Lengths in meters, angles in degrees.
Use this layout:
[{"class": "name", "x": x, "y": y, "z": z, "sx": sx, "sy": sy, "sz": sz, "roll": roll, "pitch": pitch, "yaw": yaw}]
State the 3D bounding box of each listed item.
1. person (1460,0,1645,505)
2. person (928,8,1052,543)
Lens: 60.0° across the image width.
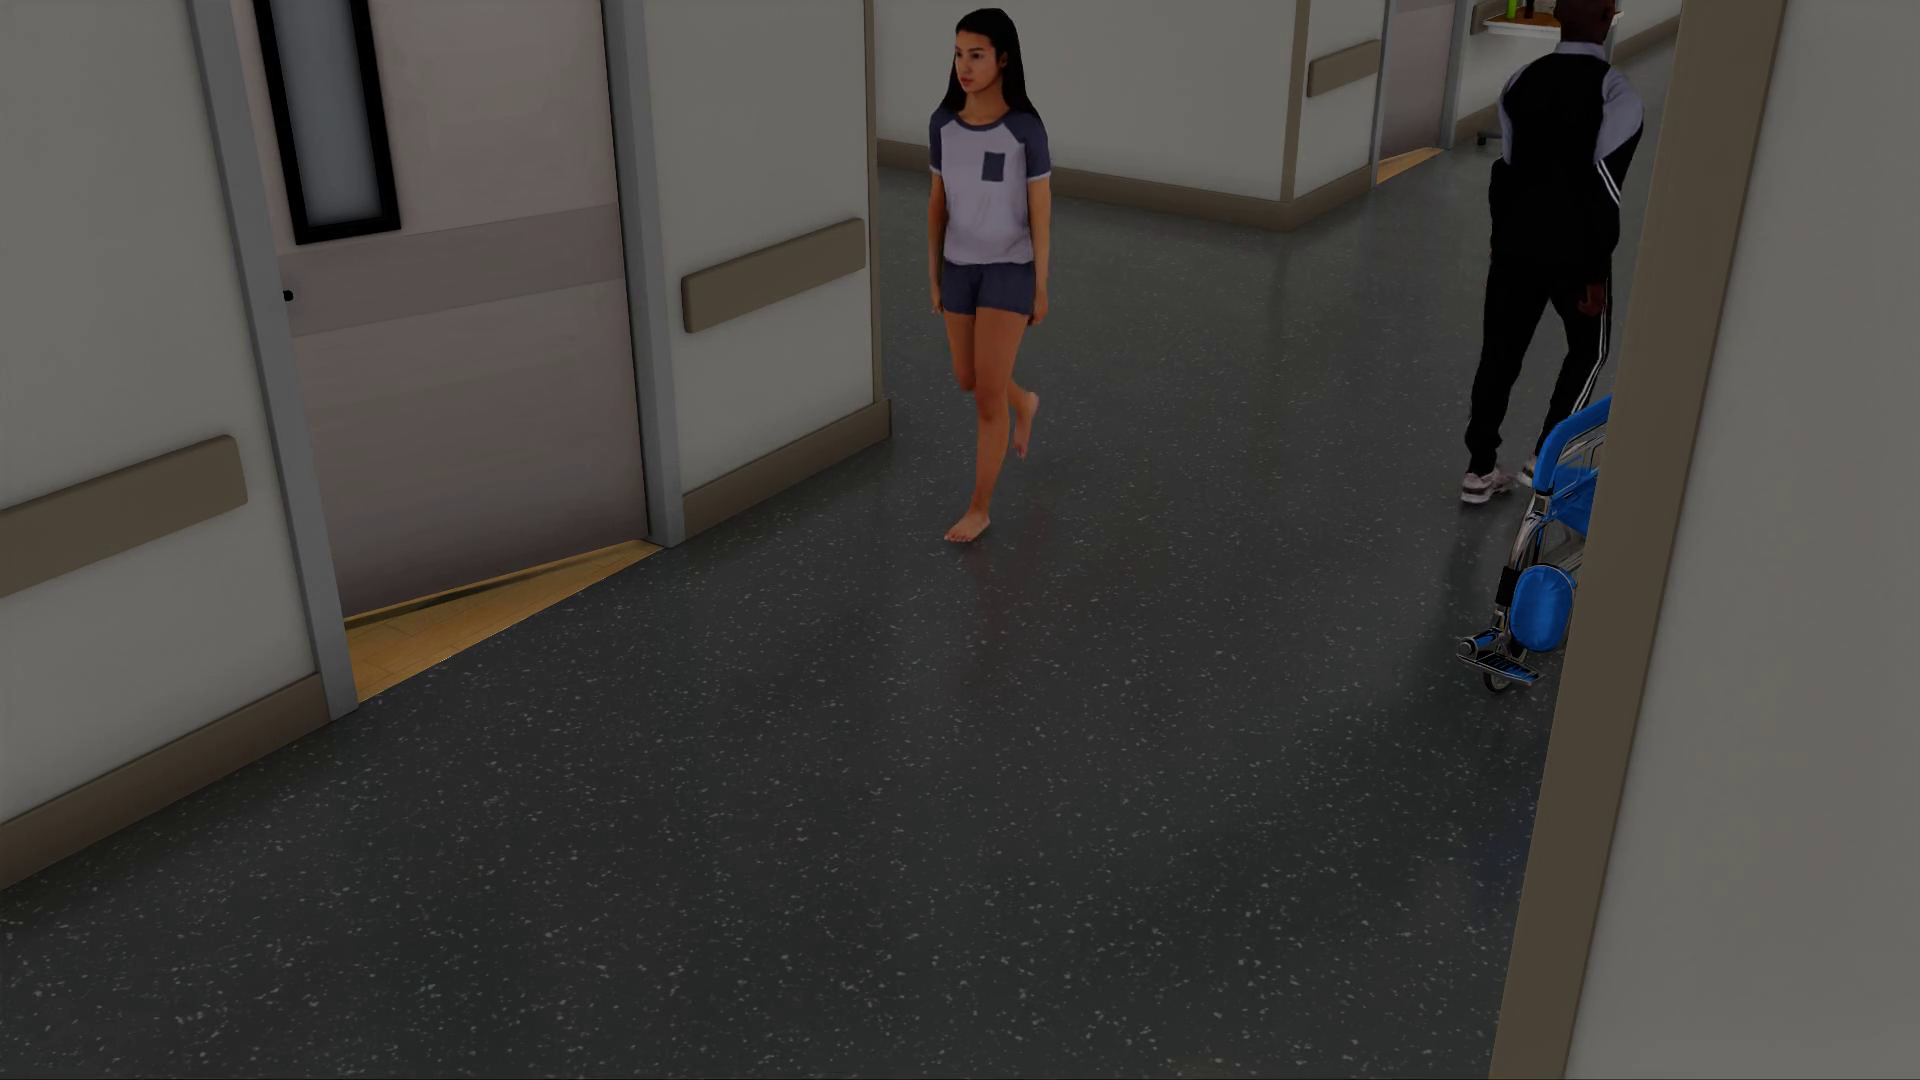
[{"class": "person", "x": 1.916, "y": -0.948, "z": 5.565, "sx": 0.799, "sy": 1.812, "sz": 0.778, "roll": -20, "pitch": 32, "yaw": -35}, {"class": "person", "x": 0.140, "y": -0.880, "z": 5.539, "sx": 0.652, "sy": 1.711, "sz": 1.024, "roll": 14, "pitch": 29, "yaw": 26}]
